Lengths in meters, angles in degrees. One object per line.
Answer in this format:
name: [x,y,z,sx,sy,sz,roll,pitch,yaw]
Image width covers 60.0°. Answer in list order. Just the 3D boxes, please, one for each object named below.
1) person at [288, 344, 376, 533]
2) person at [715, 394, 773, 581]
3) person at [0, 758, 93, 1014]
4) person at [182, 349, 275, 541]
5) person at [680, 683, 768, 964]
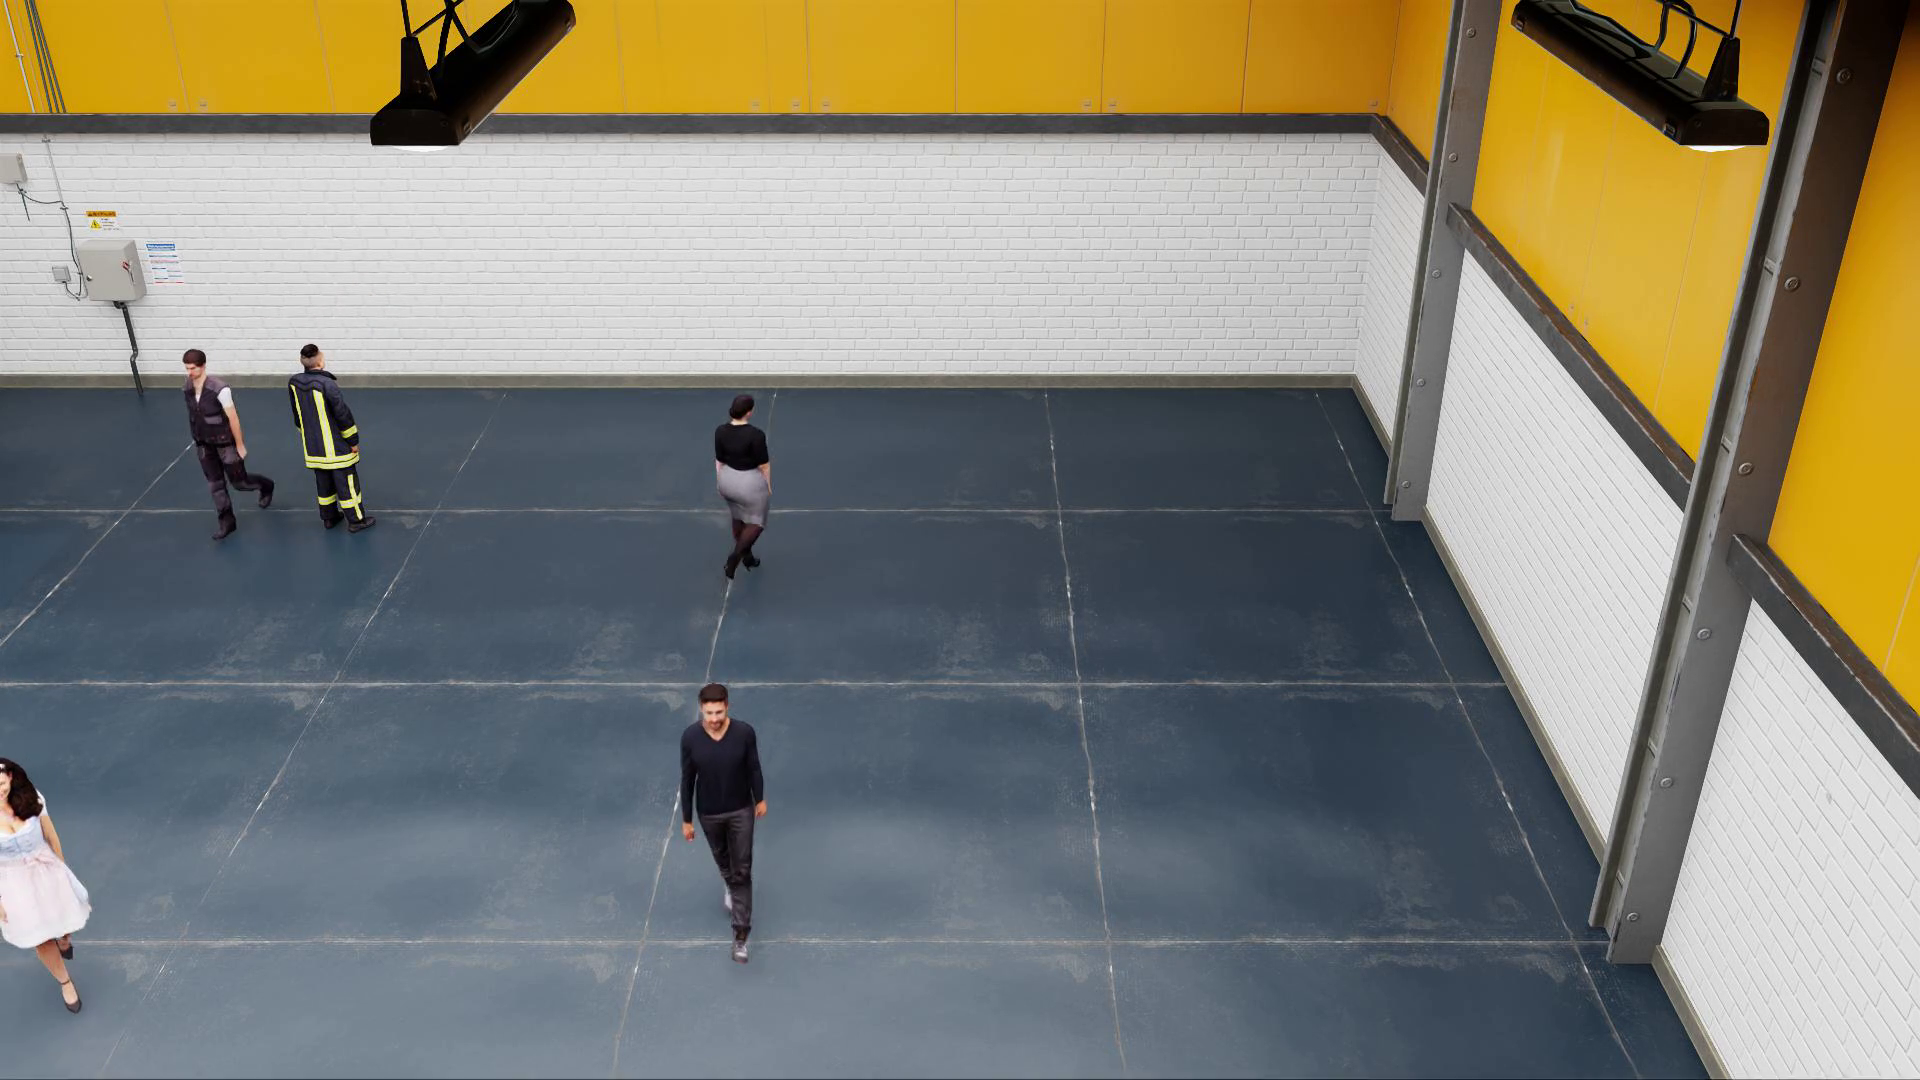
person: [-5.809,-0.957,15.276,0.851,1.861,0.823,10,30,17]
person: [-1.903,-0.393,14.381,0.880,1.729,1.056,11,31,19]
person: [-5.532,2.019,9.879,0.916,1.806,1.011,-19,34,-30]
person: [-6.752,-0.940,15.284,0.845,1.824,1.092,8,30,14]
person: [-1.486,1.655,10.520,0.694,1.831,1.167,-1,29,-2]
